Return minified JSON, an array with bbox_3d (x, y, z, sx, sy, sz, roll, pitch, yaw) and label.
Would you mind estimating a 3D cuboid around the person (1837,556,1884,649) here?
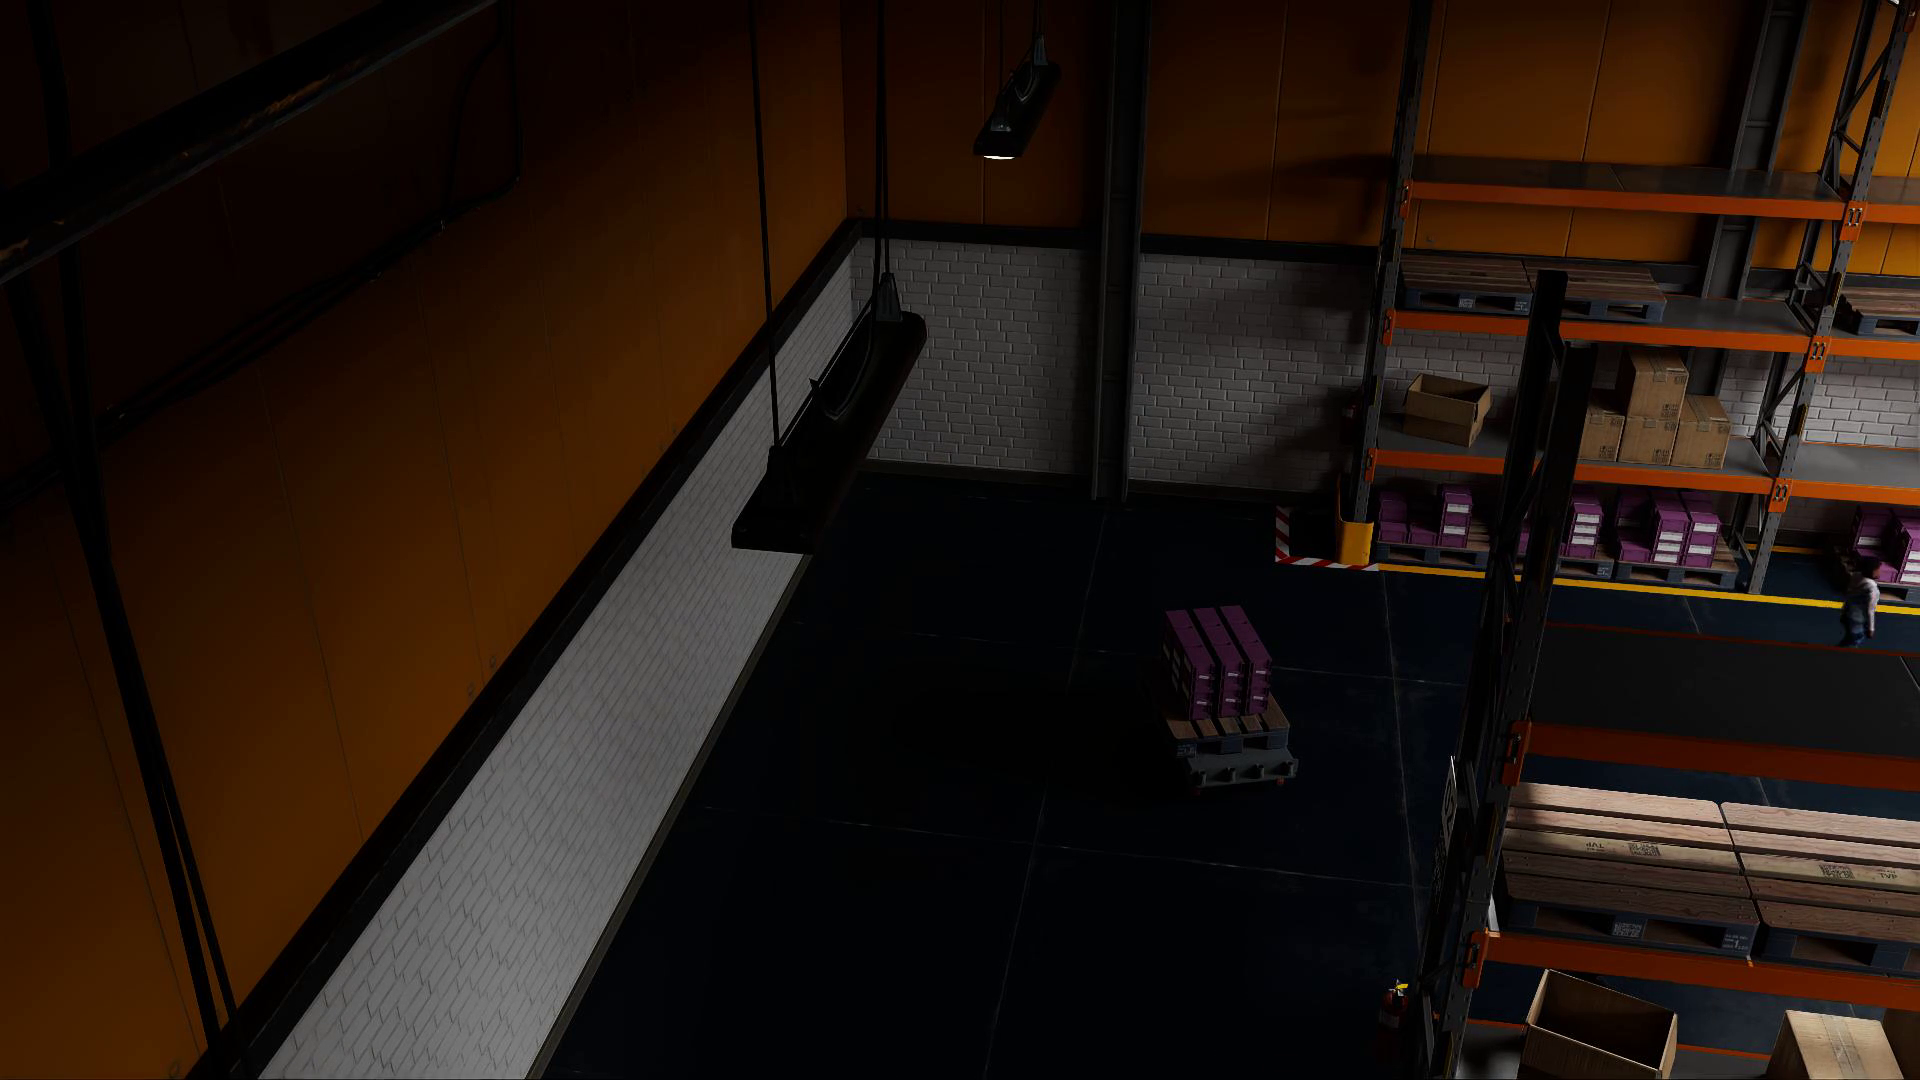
[{"bbox_3d":[8.256,0.709,15.400,0.543,1.250,0.497,1,29,2],"label":"person"}]
